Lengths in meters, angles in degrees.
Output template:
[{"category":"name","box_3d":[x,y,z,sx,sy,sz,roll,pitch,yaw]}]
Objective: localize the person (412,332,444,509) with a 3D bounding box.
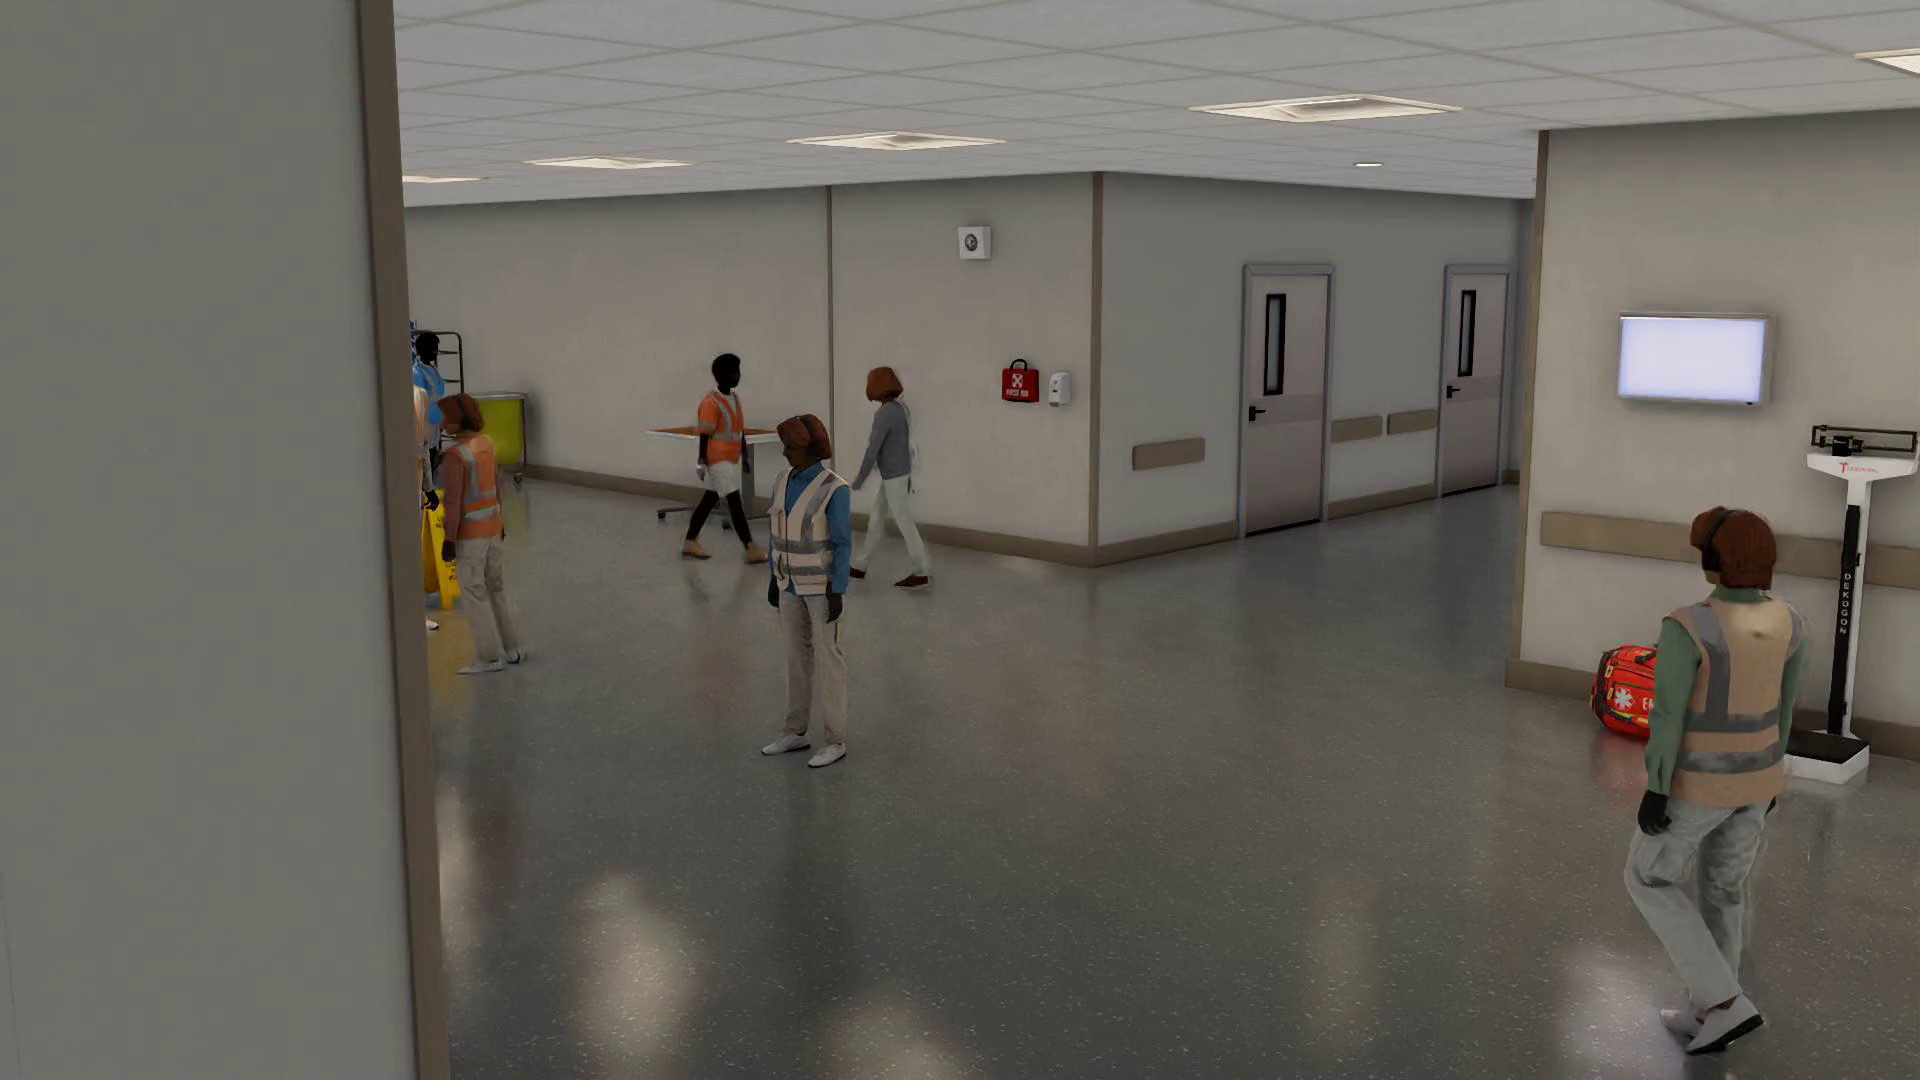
[{"category":"person","box_3d":[-5.116,-1.145,15.996,0.319,1.693,0.532,0,9,1]}]

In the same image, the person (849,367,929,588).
[{"category":"person","box_3d":[-0.593,-0.444,11.982,0.807,1.589,0.493,1,9,9]}]

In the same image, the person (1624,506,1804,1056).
[{"category":"person","box_3d":[2.185,0.713,4.813,0.531,1.621,0.393,-4,10,-22]}]

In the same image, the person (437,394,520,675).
[{"category":"person","box_3d":[-2.749,-0.037,9.484,0.318,1.608,0.646,2,9,10]}]

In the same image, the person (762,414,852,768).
[{"category":"person","box_3d":[-0.704,0.229,7.735,0.514,1.639,0.311,9,13,42]}]

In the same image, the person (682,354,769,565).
[{"category":"person","box_3d":[-1.842,-0.636,13.020,0.886,1.643,0.540,2,10,15]}]
